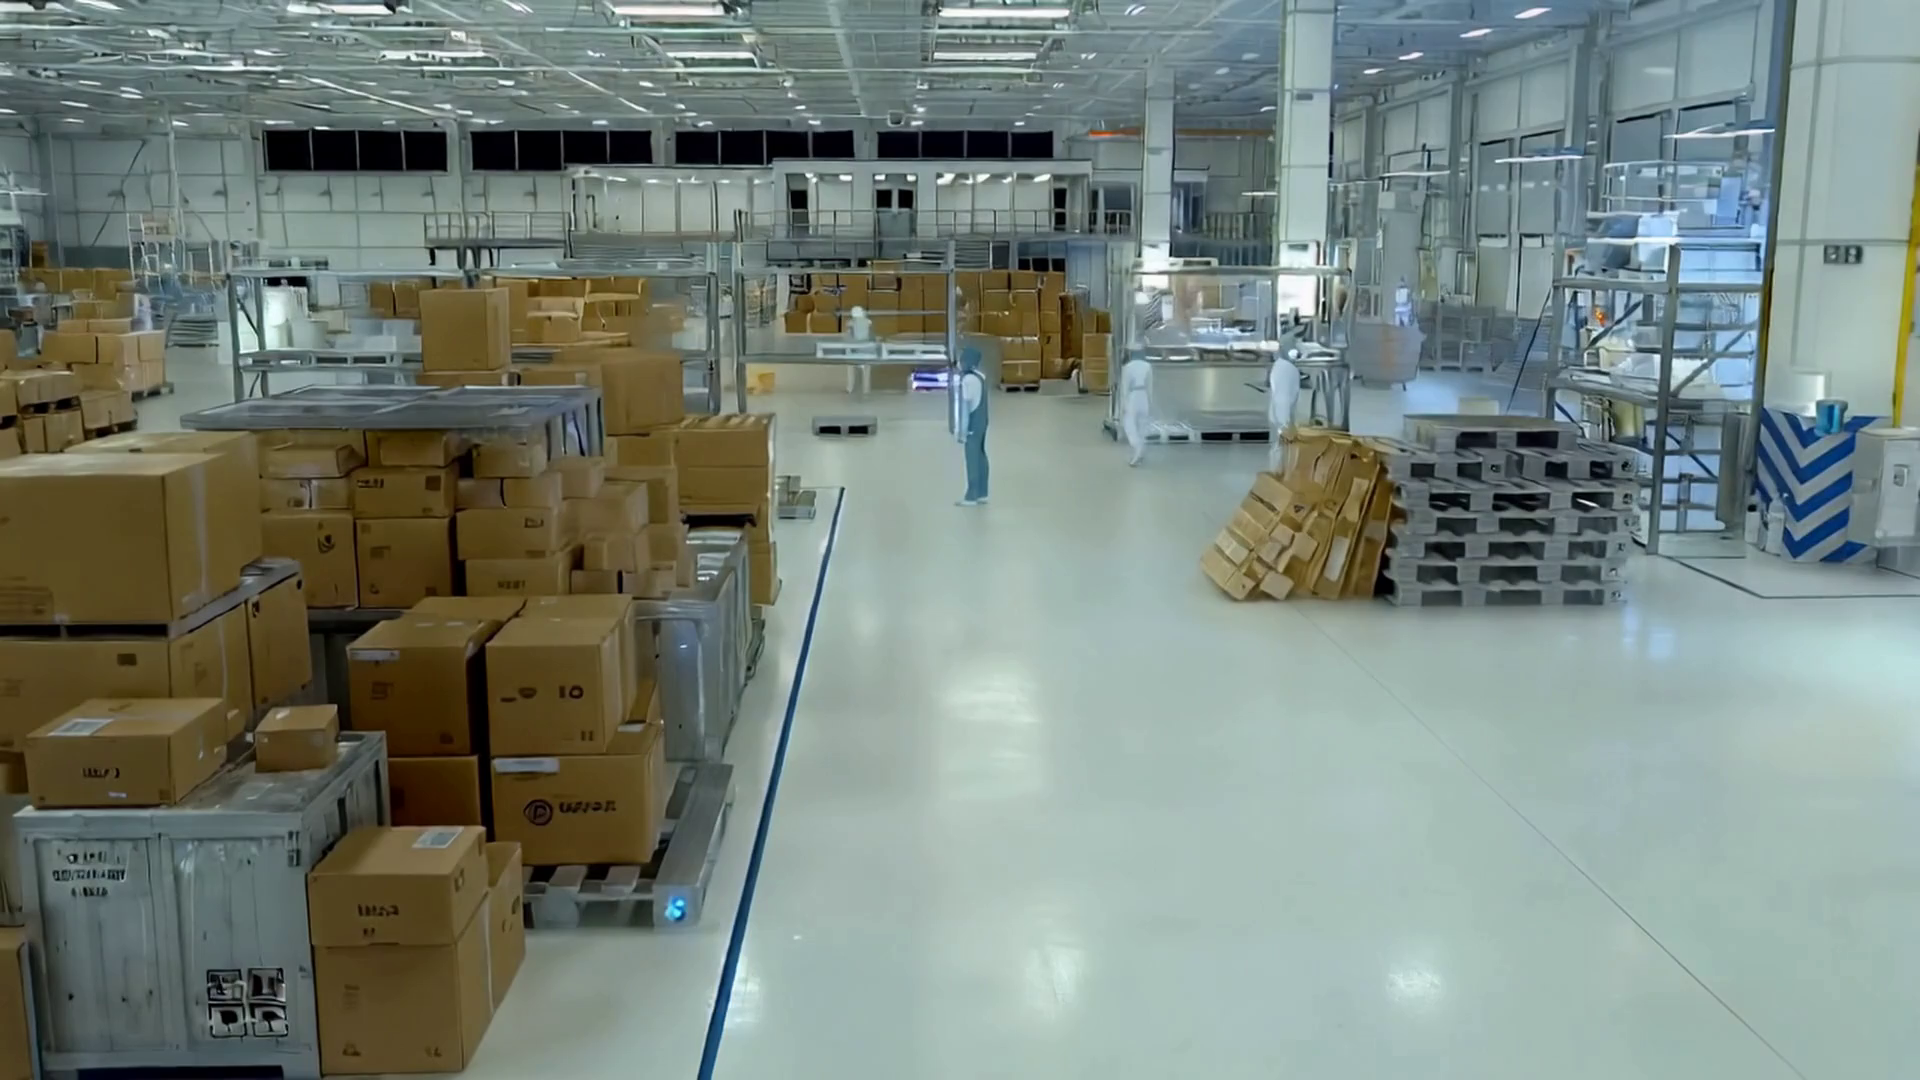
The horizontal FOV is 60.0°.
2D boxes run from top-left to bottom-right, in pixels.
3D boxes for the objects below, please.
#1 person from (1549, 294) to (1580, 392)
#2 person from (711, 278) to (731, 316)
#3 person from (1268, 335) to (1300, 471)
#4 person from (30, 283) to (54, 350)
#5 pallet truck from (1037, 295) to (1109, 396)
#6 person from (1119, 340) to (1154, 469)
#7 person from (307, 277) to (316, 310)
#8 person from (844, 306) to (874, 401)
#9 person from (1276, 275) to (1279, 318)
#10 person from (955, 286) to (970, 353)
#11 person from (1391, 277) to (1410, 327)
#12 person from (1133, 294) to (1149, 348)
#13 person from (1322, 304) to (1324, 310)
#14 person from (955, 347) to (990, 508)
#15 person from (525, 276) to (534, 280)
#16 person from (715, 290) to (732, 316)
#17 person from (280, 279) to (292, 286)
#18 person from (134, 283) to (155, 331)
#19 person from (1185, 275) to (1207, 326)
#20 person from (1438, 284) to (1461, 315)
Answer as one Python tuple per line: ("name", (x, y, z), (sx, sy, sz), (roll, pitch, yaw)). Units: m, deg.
("person", (12.192, -3.958, 33.540), (0.608, 1.987, 0.406), (-1, 10, -6))
("person", (-7.226, -6.967, 50.454), (0.656, 1.922, 0.433), (-7, 12, -34))
("person", (3.827, -1.435, 19.599), (0.372, 1.940, 0.631), (5, 11, 24))
("person", (-25.672, -6.248, 46.548), (0.567, 1.904, 0.734), (-5, 11, -24))
("pallet truck", (2.483, -3.881, 33.060), (1.885, 1.965, 0.823), (-7, 13, -36))
("person", (2.366, -1.809, 22.241), (0.510, 1.728, 0.387), (-5, 11, -25))
("person", (-23.188, -8.524, 59.594), (0.327, 1.761, 0.522), (1, 10, 6))
("person", (-1.978, -3.601, 32.048), (0.643, 1.803, 0.926), (-4, 11, -23))
("person", (10.214, -7.451, 53.011), (0.465, 1.970, 0.621), (-3, 11, -14))
("person", (-0.029, -6.015, 45.421), (0.653, 1.826, 0.460), (-9, 14, -41))
("person", (13.951, -7.357, 52.654), (0.553, 1.923, 0.580), (2, 10, 9))
("person", (4.821, -5.737, 44.379), (0.534, 1.645, 0.913), (-6, 12, -29))
("person", (9.232, -5.615, 43.421), (0.542, 1.755, 0.416), (-1, 10, -6))
("person", (0.146, -1.289, 19.048), (0.346, 1.846, 0.506), (6, 12, 29))
("person", (-13.804, -7.547, 53.403), (0.649, 2.023, 0.598), (9, 14, 42))
("person", (-5.954, -5.297, 41.436), (0.558, 1.817, 0.961), (2, 10, 9))
("person", (-18.656, -6.265, 46.219), (0.544, 2.000, 0.712), (-6, 12, -31))
("person", (-23.424, -6.420, 47.598), (0.770, 1.863, 0.576), (2, 10, 12))
("person", (8.437, -8.471, 58.846), (0.796, 1.923, 0.620), (4, 11, 23))
("person", (12.924, -5.800, 43.942), (0.585, 1.929, 0.370), (2, 10, 11))
